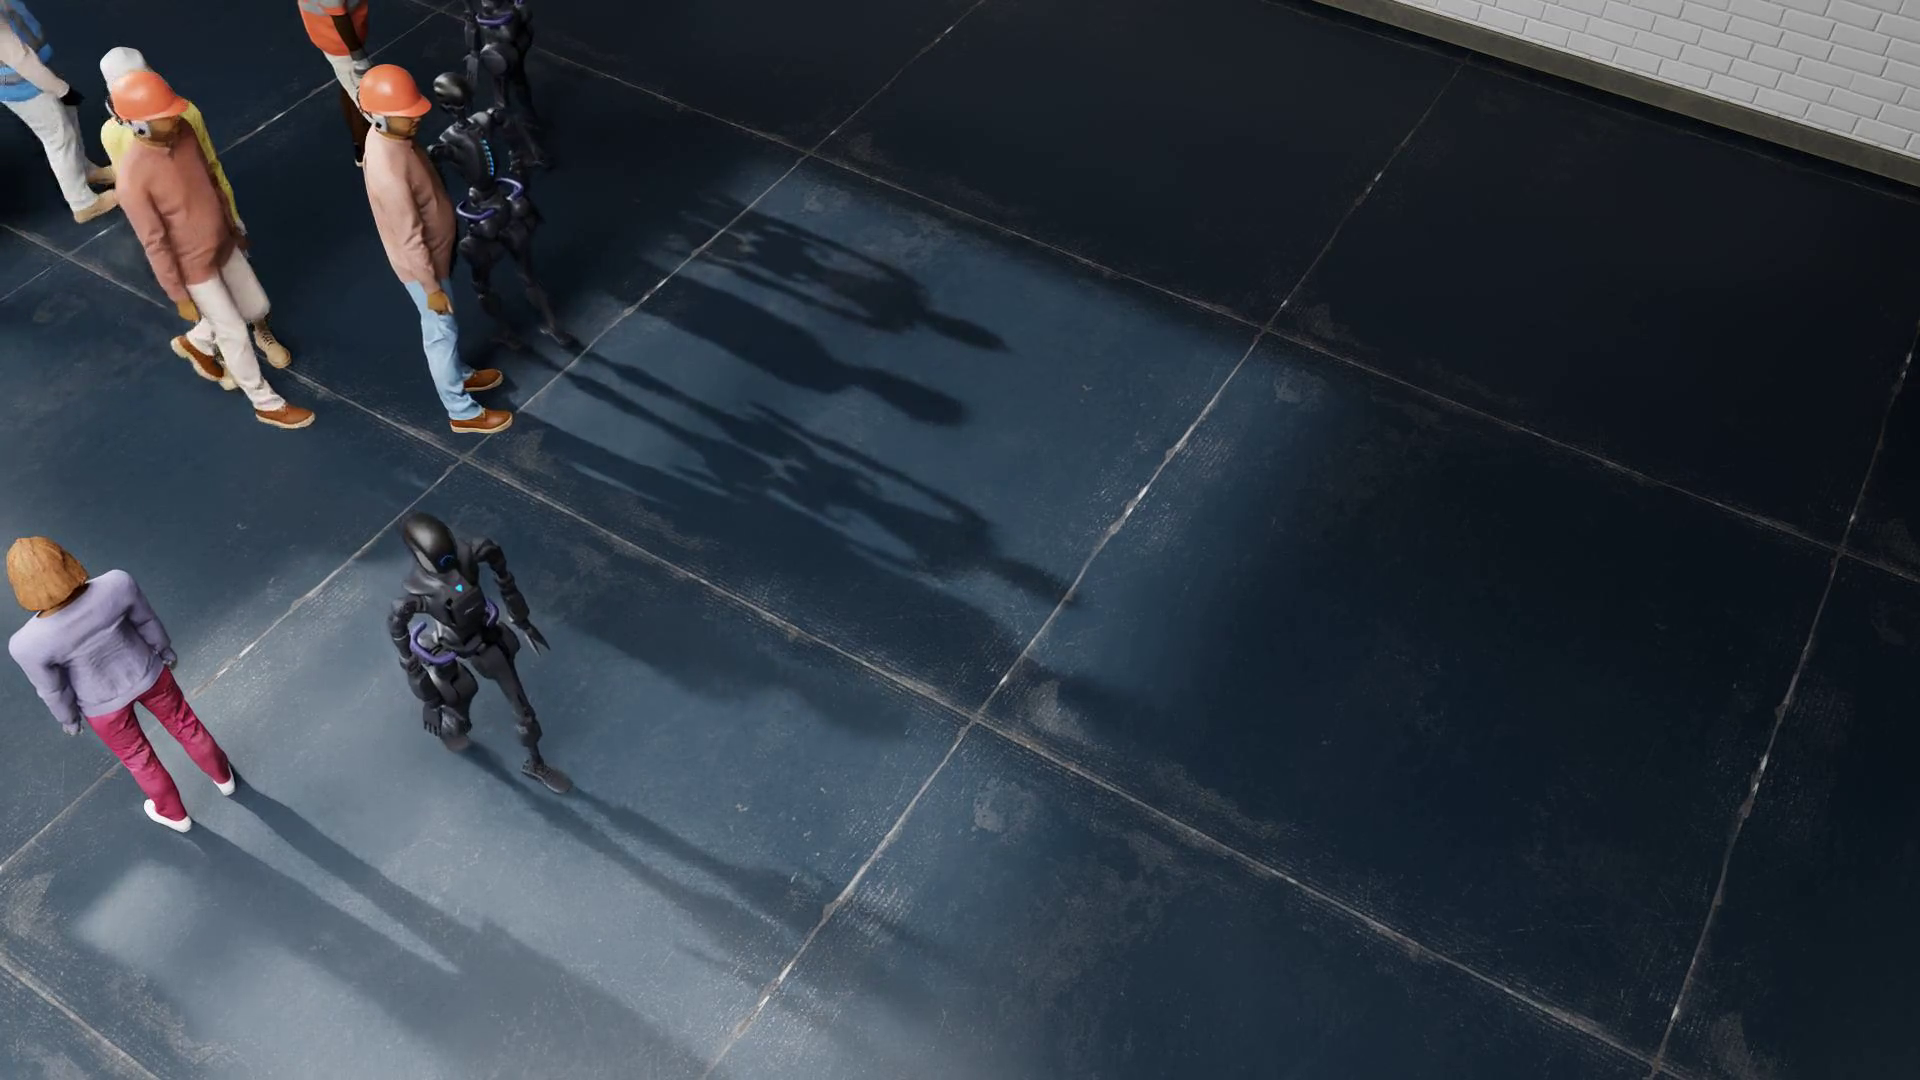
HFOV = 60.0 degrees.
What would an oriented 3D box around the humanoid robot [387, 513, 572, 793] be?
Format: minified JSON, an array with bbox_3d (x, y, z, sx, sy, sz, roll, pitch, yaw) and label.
[{"bbox_3d":[-1.972,0.405,6.544,0.696,1.633,0.590,30,55,23],"label":"humanoid robot"}]

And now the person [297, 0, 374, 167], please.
[{"bbox_3d":[-3.399,-2.812,9.157,0.371,1.961,0.603,-23,53,-19],"label":"person"}]

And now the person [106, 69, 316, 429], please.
[{"bbox_3d":[-3.637,-1.352,7.870,0.665,1.973,0.640,6,49,5],"label":"person"}]

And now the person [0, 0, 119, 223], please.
[{"bbox_3d":[-5.016,-2.532,9.004,0.579,1.822,0.657,-32,56,-25],"label":"person"}]

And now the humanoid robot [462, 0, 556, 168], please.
[{"bbox_3d":[-2.607,-2.877,9.411,0.489,1.644,0.589,11,50,9],"label":"humanoid robot"}]

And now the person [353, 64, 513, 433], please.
[{"bbox_3d":[-2.506,-1.357,7.859,0.388,1.991,0.610,-12,50,-10],"label":"person"}]

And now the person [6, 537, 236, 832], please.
[{"bbox_3d":[-3.241,0.566,6.413,0.280,1.633,0.498,32,56,25],"label":"person"}]

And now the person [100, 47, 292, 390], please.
[{"bbox_3d":[-3.759,-1.572,8.115,0.474,1.891,0.385,-29,55,-23],"label":"person"}]

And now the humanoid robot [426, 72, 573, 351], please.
[{"bbox_3d":[-2.340,-1.587,8.270,0.339,1.648,0.609,28,54,22],"label":"humanoid robot"}]
